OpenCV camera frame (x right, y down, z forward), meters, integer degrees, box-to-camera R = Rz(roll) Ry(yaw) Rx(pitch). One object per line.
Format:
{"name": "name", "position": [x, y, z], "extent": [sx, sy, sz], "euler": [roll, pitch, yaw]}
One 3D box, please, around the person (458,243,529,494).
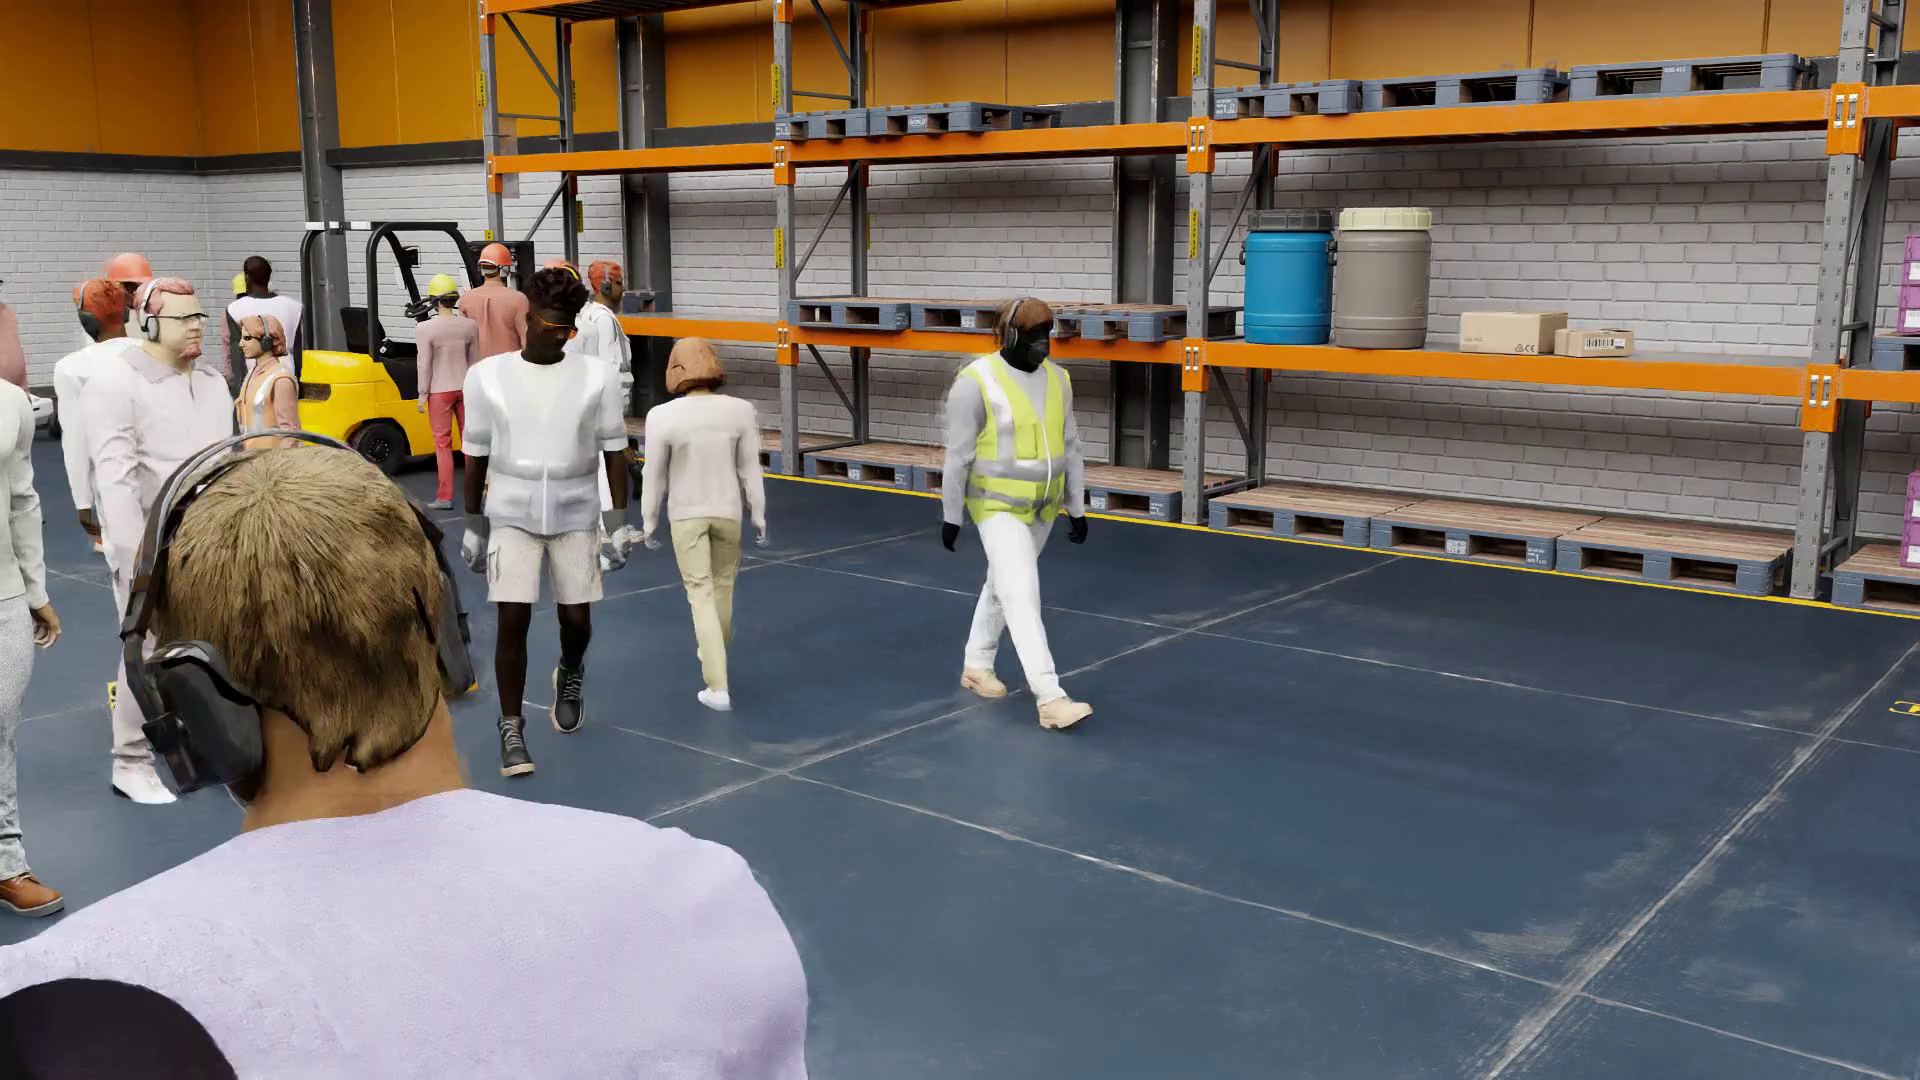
{"name": "person", "position": [-3.661, -1.350, 13.238], "extent": [0.622, 1.993, 0.381], "euler": [2, 10, 9]}

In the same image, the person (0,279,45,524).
{"name": "person", "position": [-6.903, -1.026, 11.762], "extent": [0.674, 1.878, 0.661], "euler": [1, 10, 4]}

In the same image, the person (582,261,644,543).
{"name": "person", "position": [-2.357, -0.923, 11.183], "extent": [0.355, 1.883, 0.576], "euler": [-4, 11, -21]}

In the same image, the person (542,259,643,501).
{"name": "person", "position": [-2.836, -1.194, 12.701], "extent": [0.892, 1.888, 0.601], "euler": [3, 11, 14]}

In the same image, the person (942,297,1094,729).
{"name": "person", "position": [0.272, -0.132, 7.089], "extent": [0.641, 1.783, 0.973], "euler": [-9, 13, -39]}

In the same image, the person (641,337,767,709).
{"name": "person", "position": [-1.170, -0.097, 7.386], "extent": [0.518, 1.592, 0.806], "euler": [-6, 12, -28]}

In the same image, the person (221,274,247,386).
{"name": "person", "position": [-6.486, -1.586, 15.329], "extent": [0.555, 1.712, 0.932], "euler": [-4, 11, -20]}

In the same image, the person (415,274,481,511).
{"name": "person", "position": [-3.844, -1.106, 12.514], "extent": [0.308, 1.772, 0.526], "euler": [9, 14, 41]}

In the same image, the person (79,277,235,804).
{"name": "person", "position": [-2.807, 0.012, 6.017], "extent": [0.480, 1.918, 0.659], "euler": [4, 11, 19]}

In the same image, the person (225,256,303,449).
{"name": "person", "position": [-5.296, -1.202, 12.670], "extent": [0.586, 1.894, 0.794], "euler": [-10, 14, -43]}

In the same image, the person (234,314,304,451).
{"name": "person", "position": [-3.606, -0.361, 8.745], "extent": [0.308, 1.641, 0.517], "euler": [-9, 14, -42]}

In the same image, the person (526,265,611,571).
{"name": "person", "position": [-2.374, -0.721, 10.126], "extent": [0.520, 1.862, 0.328], "euler": [2, 11, 14]}

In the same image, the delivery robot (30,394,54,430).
{"name": "delivery robot", "position": [-9.365, -1.288, 16.627], "extent": [0.477, 0.478, 0.707], "euler": [-1, 10, -8]}

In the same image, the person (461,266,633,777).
{"name": "person", "position": [-1.623, -0.096, 6.499], "extent": [0.662, 1.932, 0.719], "euler": [-3, 11, -15]}

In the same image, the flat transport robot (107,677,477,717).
{"name": "flat transport robot", "position": [-2.912, 0.591, 7.263], "extent": [1.431, 0.197, 0.652], "euler": [-6, 12, -29]}

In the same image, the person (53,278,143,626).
{"name": "person", "position": [-3.671, -0.239, 7.457], "extent": [0.601, 1.862, 0.754], "euler": [-10, 14, -43]}

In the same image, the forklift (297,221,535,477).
{"name": "forklift", "position": [-4.922, -1.741, 14.854], "extent": [1.214, 2.155, 2.313], "euler": [8, 13, 38]}

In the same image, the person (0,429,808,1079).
{"name": "person", "position": [-0.339, 0.877, 1.183], "extent": [0.653, 1.903, 0.820], "euler": [-6, 12, -31]}

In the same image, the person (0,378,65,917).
{"name": "person", "position": [-2.922, 0.200, 4.802], "extent": [0.355, 1.937, 0.634], "euler": [5, 11, 27]}

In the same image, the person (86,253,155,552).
{"name": "person", "position": [-5.160, -0.822, 10.473], "extent": [1.023, 1.944, 0.620], "euler": [2, 10, 13]}
